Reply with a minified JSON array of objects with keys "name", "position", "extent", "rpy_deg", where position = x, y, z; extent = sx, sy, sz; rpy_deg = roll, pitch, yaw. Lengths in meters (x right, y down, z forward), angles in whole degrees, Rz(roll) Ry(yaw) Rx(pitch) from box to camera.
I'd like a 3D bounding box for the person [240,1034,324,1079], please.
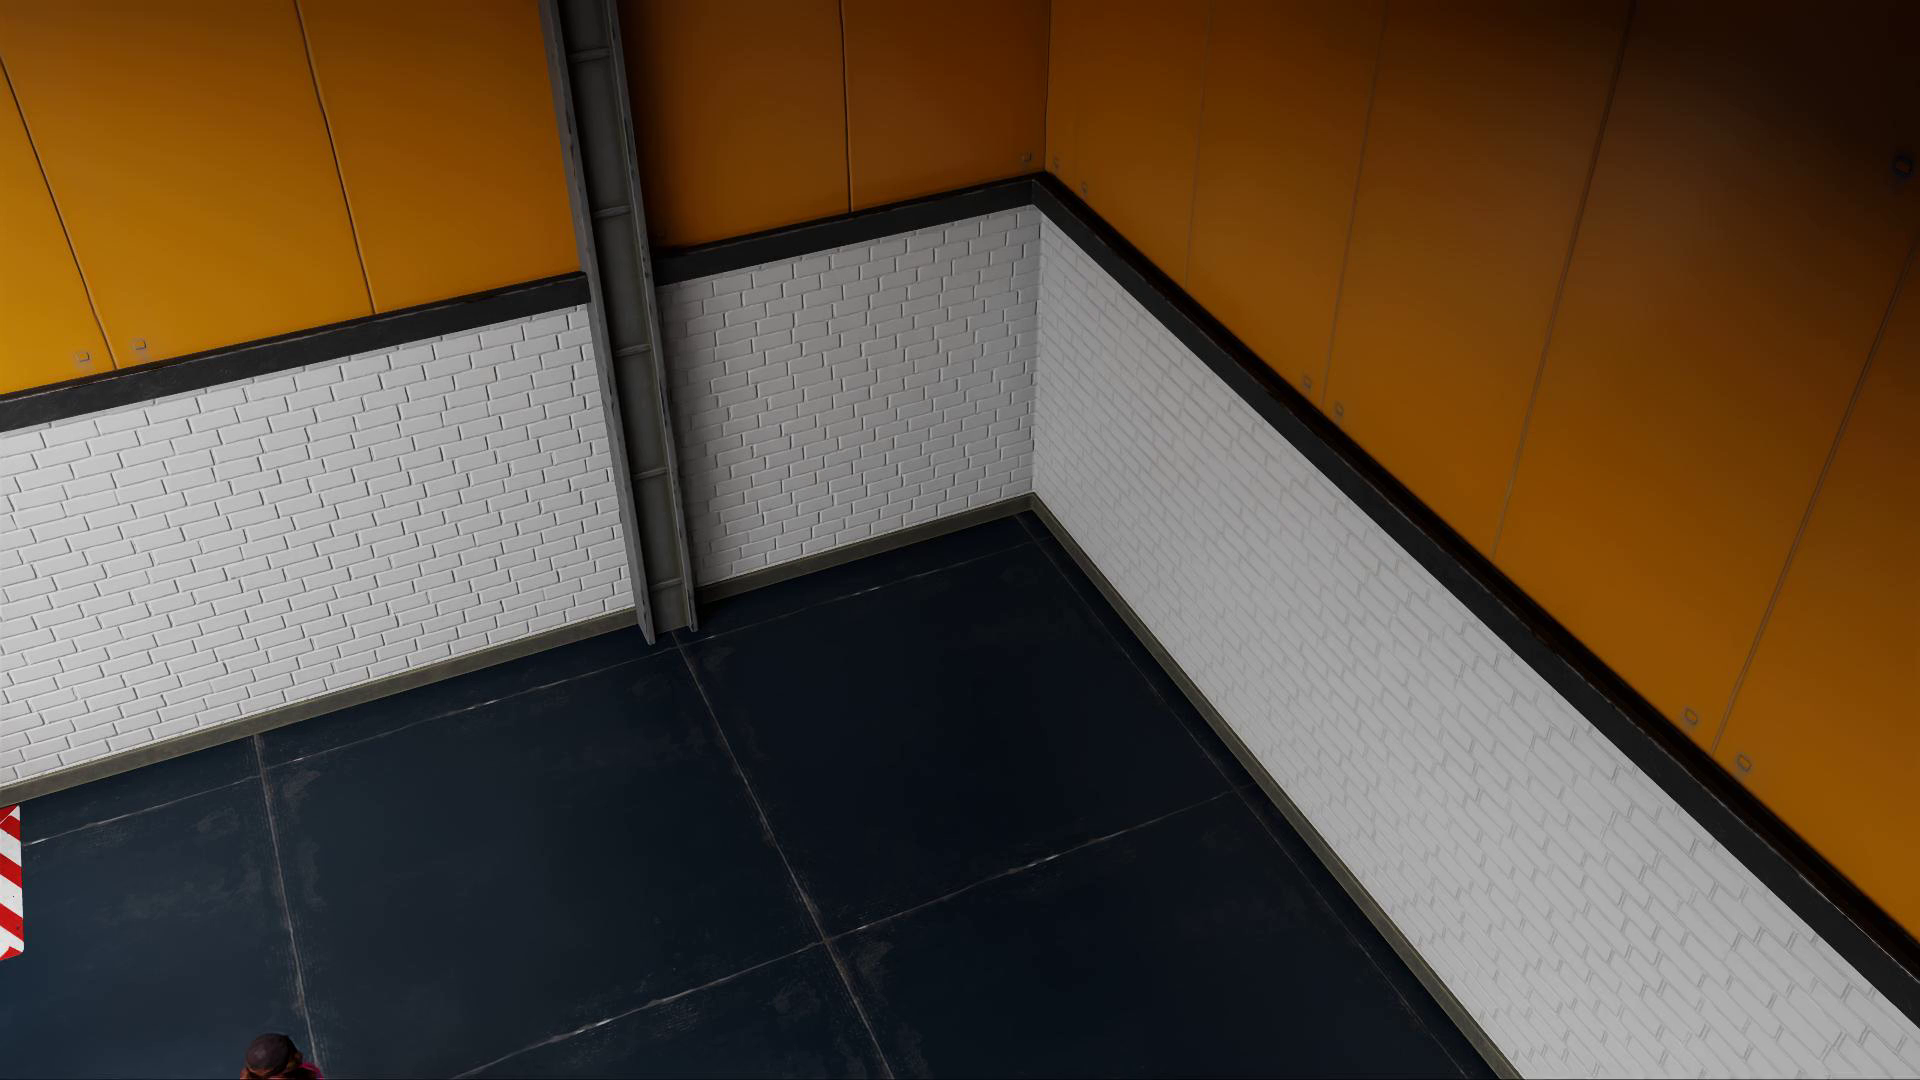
[{"name":"person","position":[-3.248,3.018,8.305],"extent":[0.543,1.723,0.543],"rpy_deg":[-15,41,-18]}]
